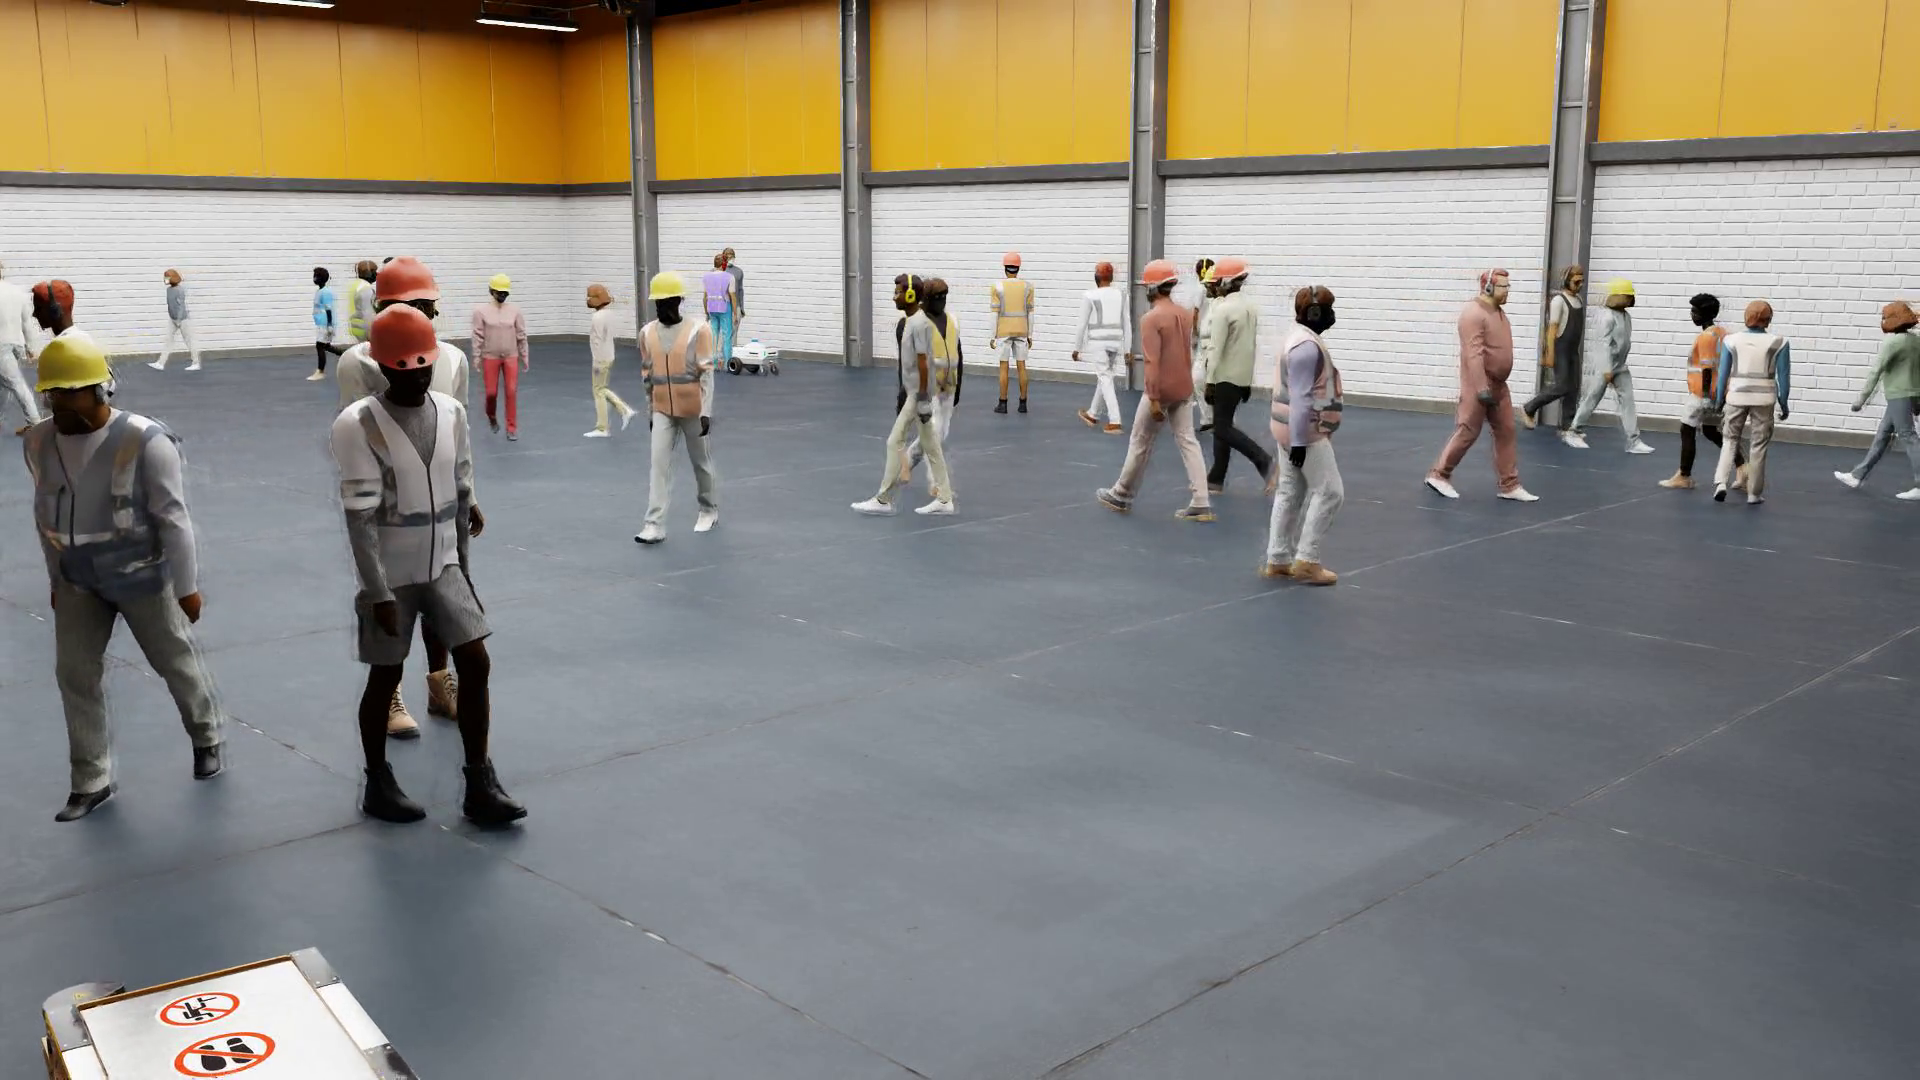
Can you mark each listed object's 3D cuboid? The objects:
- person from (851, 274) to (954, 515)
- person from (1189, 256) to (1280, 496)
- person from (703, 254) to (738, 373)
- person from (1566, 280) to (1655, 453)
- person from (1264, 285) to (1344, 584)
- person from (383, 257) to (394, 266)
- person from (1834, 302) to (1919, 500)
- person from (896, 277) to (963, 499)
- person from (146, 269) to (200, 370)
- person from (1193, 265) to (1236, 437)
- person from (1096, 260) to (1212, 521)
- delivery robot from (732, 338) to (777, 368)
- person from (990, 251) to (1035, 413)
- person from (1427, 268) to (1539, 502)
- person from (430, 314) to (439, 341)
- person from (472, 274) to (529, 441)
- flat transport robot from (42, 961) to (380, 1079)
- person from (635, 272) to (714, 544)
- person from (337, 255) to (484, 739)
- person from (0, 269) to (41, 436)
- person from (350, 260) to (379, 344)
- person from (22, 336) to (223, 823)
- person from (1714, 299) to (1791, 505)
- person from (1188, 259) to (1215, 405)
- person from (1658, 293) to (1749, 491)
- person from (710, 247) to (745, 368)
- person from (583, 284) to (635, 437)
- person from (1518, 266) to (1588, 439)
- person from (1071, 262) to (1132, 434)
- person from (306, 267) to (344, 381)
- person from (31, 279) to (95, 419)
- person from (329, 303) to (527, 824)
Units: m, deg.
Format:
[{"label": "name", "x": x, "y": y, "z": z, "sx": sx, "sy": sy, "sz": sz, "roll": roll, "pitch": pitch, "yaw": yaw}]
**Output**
[{"label": "person", "x": -0.450, "y": -1.094, "z": 12.663, "sx": 0.889, "sy": 1.829, "sz": 0.540, "roll": 0, "pitch": 10, "yaw": 0}, {"label": "person", "x": 2.256, "y": -1.309, "z": 13.480, "sx": 0.781, "sy": 1.970, "sz": 0.629, "roll": 7, "pitch": 12, "yaw": 33}, {"label": "person", "x": -3.717, "y": -3.505, "z": 25.790, "sx": 0.570, "sy": 1.843, "sz": 0.372, "roll": 4, "pitch": 11, "yaw": 22}, {"label": "person", "x": 6.449, "y": -1.721, "z": 16.459, "sx": 0.501, "sy": 1.701, "sz": 0.911, "roll": -8, "pitch": 13, "yaw": -36}, {"label": "person", "x": 2.155, "y": -0.636, "z": 10.185, "sx": 0.584, "sy": 1.826, "sz": 0.651, "roll": 1, "pitch": 10, "yaw": 6}, {"label": "person", "x": -6.589, "y": -2.440, "z": 19.954, "sx": 0.909, "sy": 1.862, "sz": 0.586, "roll": -1, "pitch": 10, "yaw": -6}, {"label": "person", "x": 7.609, "y": -1.147, "z": 13.613, "sx": 0.525, "sy": 1.577, "sz": 0.866, "roll": -8, "pitch": 13, "yaw": -36}, {"label": "person", "x": -0.279, "y": -1.265, "z": 13.714, "sx": 0.632, "sy": 1.807, "sz": 0.814, "roll": -9, "pitch": 14, "yaw": -40}, {"label": "person", "x": -12.376, "y": -3.445, "z": 26.124, "sx": 0.530, "sy": 1.587, "sz": 0.831, "roll": 8, "pitch": 13, "yaw": 36}, {"label": "person", "x": 2.659, "y": -1.974, "z": 17.521, "sx": 0.617, "sy": 1.809, "sz": 0.597, "roll": 0, "pitch": 10, "yaw": 0}, {"label": "person", "x": 1.518, "y": -1.125, "z": 12.551, "sx": 0.622, "sy": 1.942, "sz": 1.014, "roll": -10, "pitch": 14, "yaw": -42}, {"label": "delivery robot", "x": -3.136, "y": -2.839, "z": 25.426, "sx": 0.707, "sy": 0.478, "sz": 0.477, "roll": 7, "pitch": 13, "yaw": 34}, {"label": "person", "x": 0.617, "y": -2.486, "z": 19.980, "sx": 0.548, "sy": 1.938, "sz": 0.358, "roll": -2, "pitch": 11, "yaw": -13}, {"label": "person", "x": 4.236, "y": -1.250, "z": 13.413, "sx": 0.643, "sy": 1.876, "sz": 0.841, "roll": -10, "pitch": 14, "yaw": -44}, {"label": "person", "x": -6.280, "y": -2.173, "z": 19.172, "sx": 0.816, "sy": 1.596, "sz": 0.515, "roll": 0, "pitch": 10, "yaw": -1}, {"label": "person", "x": -4.799, "y": -1.905, "z": 17.365, "sx": 0.563, "sy": 1.737, "sz": 0.518, "roll": -4, "pitch": 11, "yaw": -23}, {"label": "flat transport robot", "x": -1.664, "y": 1.307, "z": 3.847, "sx": 0.652, "sy": 0.197, "sz": 1.431, "roll": -7, "pitch": 13, "yaw": -35}, {"label": "person", "x": -1.986, "y": -0.935, "z": 11.697, "sx": 0.608, "sy": 1.878, "sz": 0.981, "roll": 3, "pitch": 11, "yaw": 14}, {"label": "person", "x": -2.330, "y": -0.186, "z": 7.146, "sx": 0.378, "sy": 2.045, "sz": 0.605, "roll": 9, "pitch": 14, "yaw": 40}, {"label": "person", "x": -10.247, "y": -2.040, "z": 17.733, "sx": 1.049, "sy": 1.874, "sz": 0.653, "roll": 3, "pitch": 11, "yaw": 18}, {"label": "person", "x": -7.285, "y": -2.537, "z": 20.543, "sx": 0.438, "sy": 1.828, "sz": 0.641, "roll": -6, "pitch": 12, "yaw": -31}, {"label": "person", "x": -3.142, "y": 0.111, "z": 6.294, "sx": 0.613, "sy": 1.799, "sz": 0.781, "roll": 1, "pitch": 10, "yaw": 6}, {"label": "person", "x": 6.261, "y": -1.079, "z": 13.143, "sx": 0.535, "sy": 1.636, "sz": 0.379, "roll": 8, "pitch": 13, "yaw": 38}, {"label": "person", "x": 3.109, "y": -2.580, "z": 20.786, "sx": 0.931, "sy": 1.825, "sz": 0.557, "roll": 1, "pitch": 10, "yaw": 3}, {"label": "person", "x": 6.273, "y": -1.219, "z": 13.817, "sx": 0.714, "sy": 1.661, "sz": 0.518, "roll": 8, "pitch": 13, "yaw": 36}, {"label": "person", "x": -3.743, "y": -3.753, "z": 26.894, "sx": 0.630, "sy": 1.938, "sz": 0.372, "roll": -10, "pitch": 14, "yaw": -42}, {"label": "person", "x": -3.751, "y": -1.891, "z": 17.584, "sx": 0.450, "sy": 1.619, "sz": 0.522, "roll": 1, "pitch": 10, "yaw": 3}, {"label": "person", "x": 6.300, "y": -1.970, "z": 17.506, "sx": 0.534, "sy": 1.826, "sz": 0.635, "roll": -10, "pitch": 14, "yaw": -42}, {"label": "person", "x": 1.528, "y": -2.095, "z": 18.117, "sx": 0.577, "sy": 1.829, "sz": 0.991, "roll": -6, "pitch": 12, "yaw": -28}, {"label": "person", "x": -9.307, "y": -3.195, "z": 24.549, "sx": 0.703, "sy": 1.679, "sz": 0.538, "roll": -5, "pitch": 11, "yaw": -25}, {"label": "person", "x": -5.195, "y": -0.587, "z": 9.779, "sx": 0.351, "sy": 1.883, "sz": 0.611, "roll": -4, "pitch": 11, "yaw": -21}, {"label": "person", "x": -1.898, "y": 0.118, "z": 5.899, "sx": 0.804, "sy": 1.890, "sz": 0.573, "roll": 8, "pitch": 13, "yaw": 36}]
